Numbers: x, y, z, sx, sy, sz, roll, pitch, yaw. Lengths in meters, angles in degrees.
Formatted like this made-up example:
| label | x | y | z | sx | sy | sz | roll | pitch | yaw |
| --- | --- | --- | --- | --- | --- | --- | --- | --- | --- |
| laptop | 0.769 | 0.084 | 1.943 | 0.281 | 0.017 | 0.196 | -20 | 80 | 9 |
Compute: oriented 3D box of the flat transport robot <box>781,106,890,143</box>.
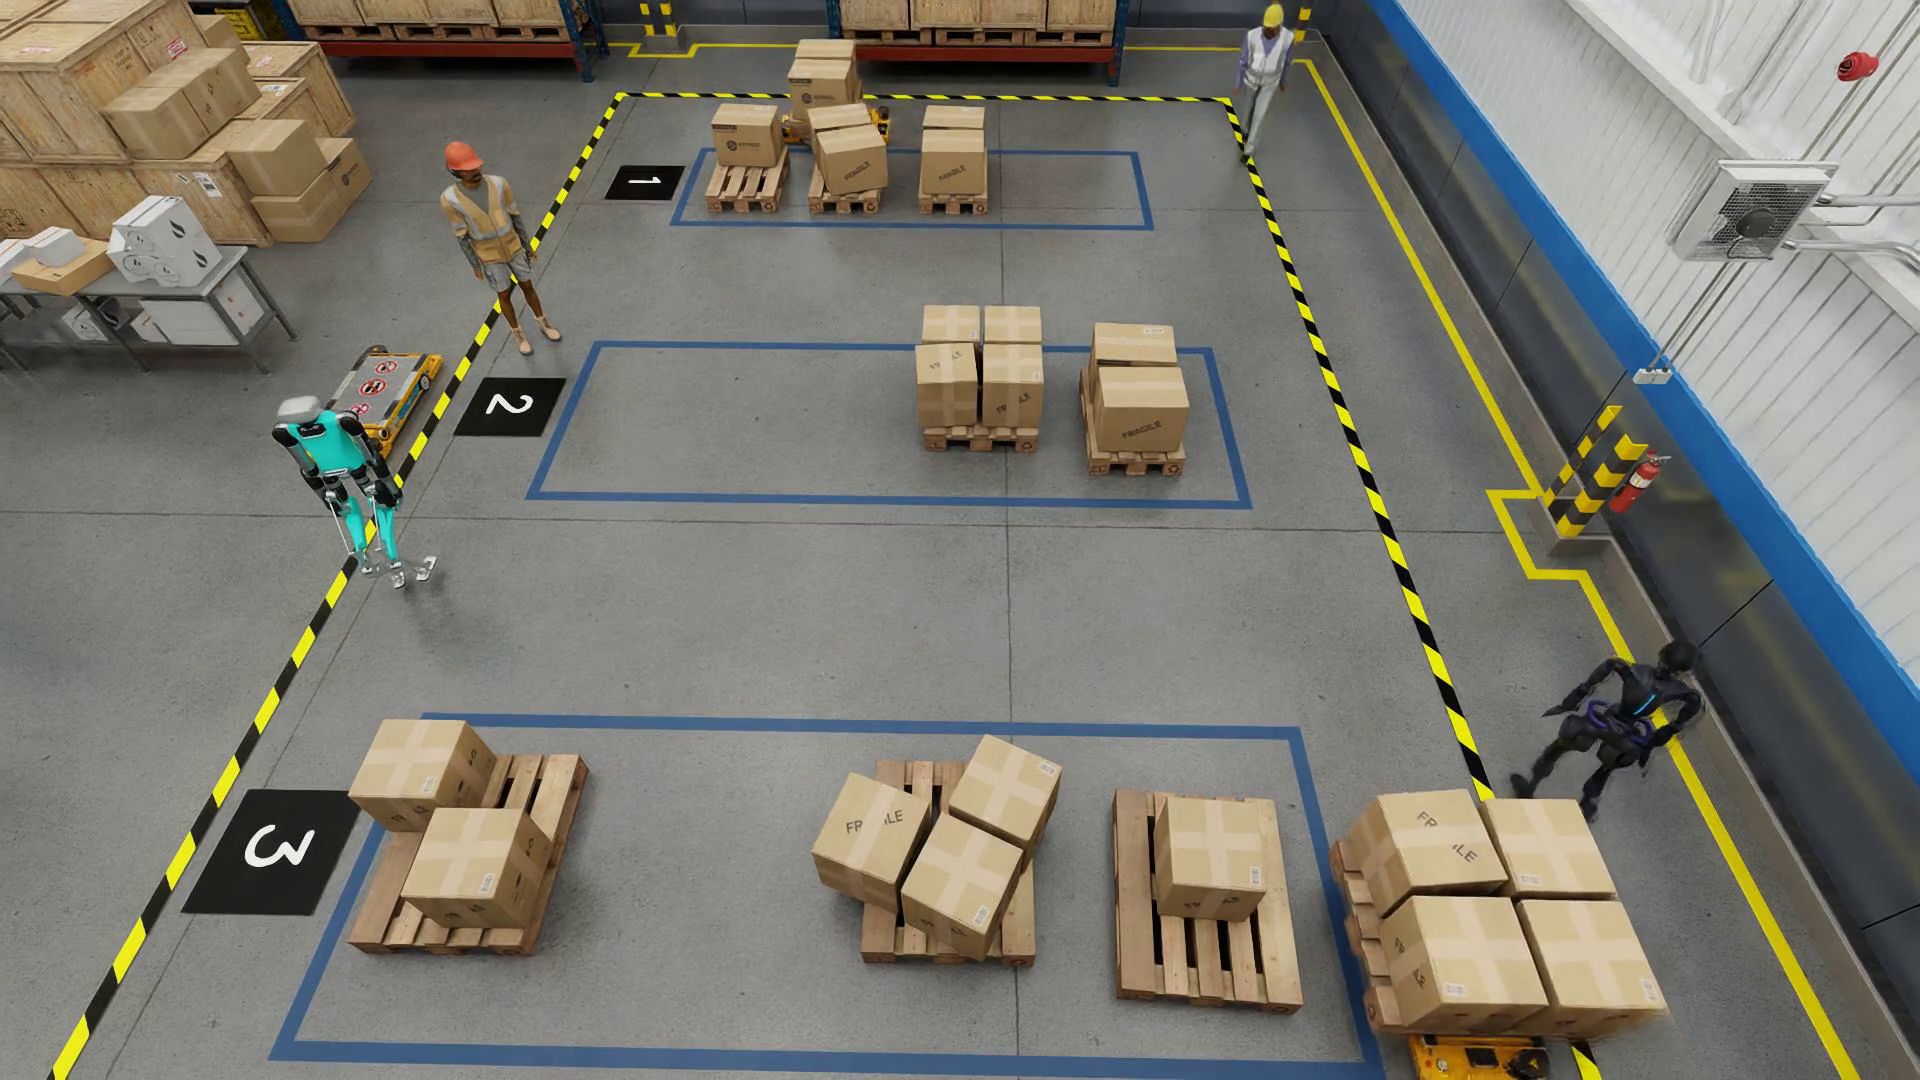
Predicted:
| label | x | y | z | sx | sy | sz | roll | pitch | yaw |
| --- | --- | --- | --- | --- | --- | --- | --- | --- | --- |
| flat transport robot | -1.647 | -5.422 | 11.936 | 1.431 | 0.197 | 0.652 | 1 | 50 | 1 |

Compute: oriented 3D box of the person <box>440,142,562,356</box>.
| label | x | y | z | sx | sy | sz | roll | pitch | yaw |
| --- | --- | --- | --- | --- | --- | --- | --- | --- | --- |
| person | -4.237 | -2.661 | 8.456 | 0.606 | 2.047 | 0.366 | -35 | 58 | -26 |

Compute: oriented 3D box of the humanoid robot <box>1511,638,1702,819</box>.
| label | x | y | z | sx | sy | sz | roll | pitch | yaw |
| --- | --- | --- | --- | --- | --- | --- | --- | --- | --- |
| humanoid robot | 3.870 | 1.156 | 5.473 | 0.613 | 1.640 | 0.371 | 25 | 54 | 20 |

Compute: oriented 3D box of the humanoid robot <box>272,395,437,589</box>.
| label | x | y | z | sx | sy | sz | roll | pitch | yaw |
| --- | --- | --- | --- | --- | --- | --- | --- | --- | --- |
| humanoid robot | -4.282 | -0.203 | 6.491 | 0.533 | 1.673 | 0.735 | -11 | 51 | -9 |

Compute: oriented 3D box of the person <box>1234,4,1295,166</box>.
| label | x | y | z | sx | sy | sz | roll | pitch | yaw |
| --- | --- | --- | --- | --- | --- | --- | --- | --- | --- |
| person | 3.641 | -5.560 | 11.090 | 0.615 | 1.771 | 0.985 | 17 | 52 | 14 |

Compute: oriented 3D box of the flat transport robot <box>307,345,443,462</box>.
| label | x | y | z | sx | sy | sz | roll | pitch | yaw |
| --- | --- | --- | --- | --- | --- | --- | --- | --- | --- |
| flat transport robot | -5.383 | -1.269 | 8.441 | 0.659 | 0.231 | 1.431 | 1 | 50 | 1 |

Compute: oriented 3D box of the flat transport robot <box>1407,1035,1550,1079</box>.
| label | x | y | z | sx | sy | sz | roll | pitch | yaw |
| --- | --- | --- | --- | --- | --- | --- | --- | --- | --- |
| flat transport robot | 2.833 | 2.349 | 5.361 | 0.652 | 0.197 | 1.431 | 1 | 50 | 1 |
